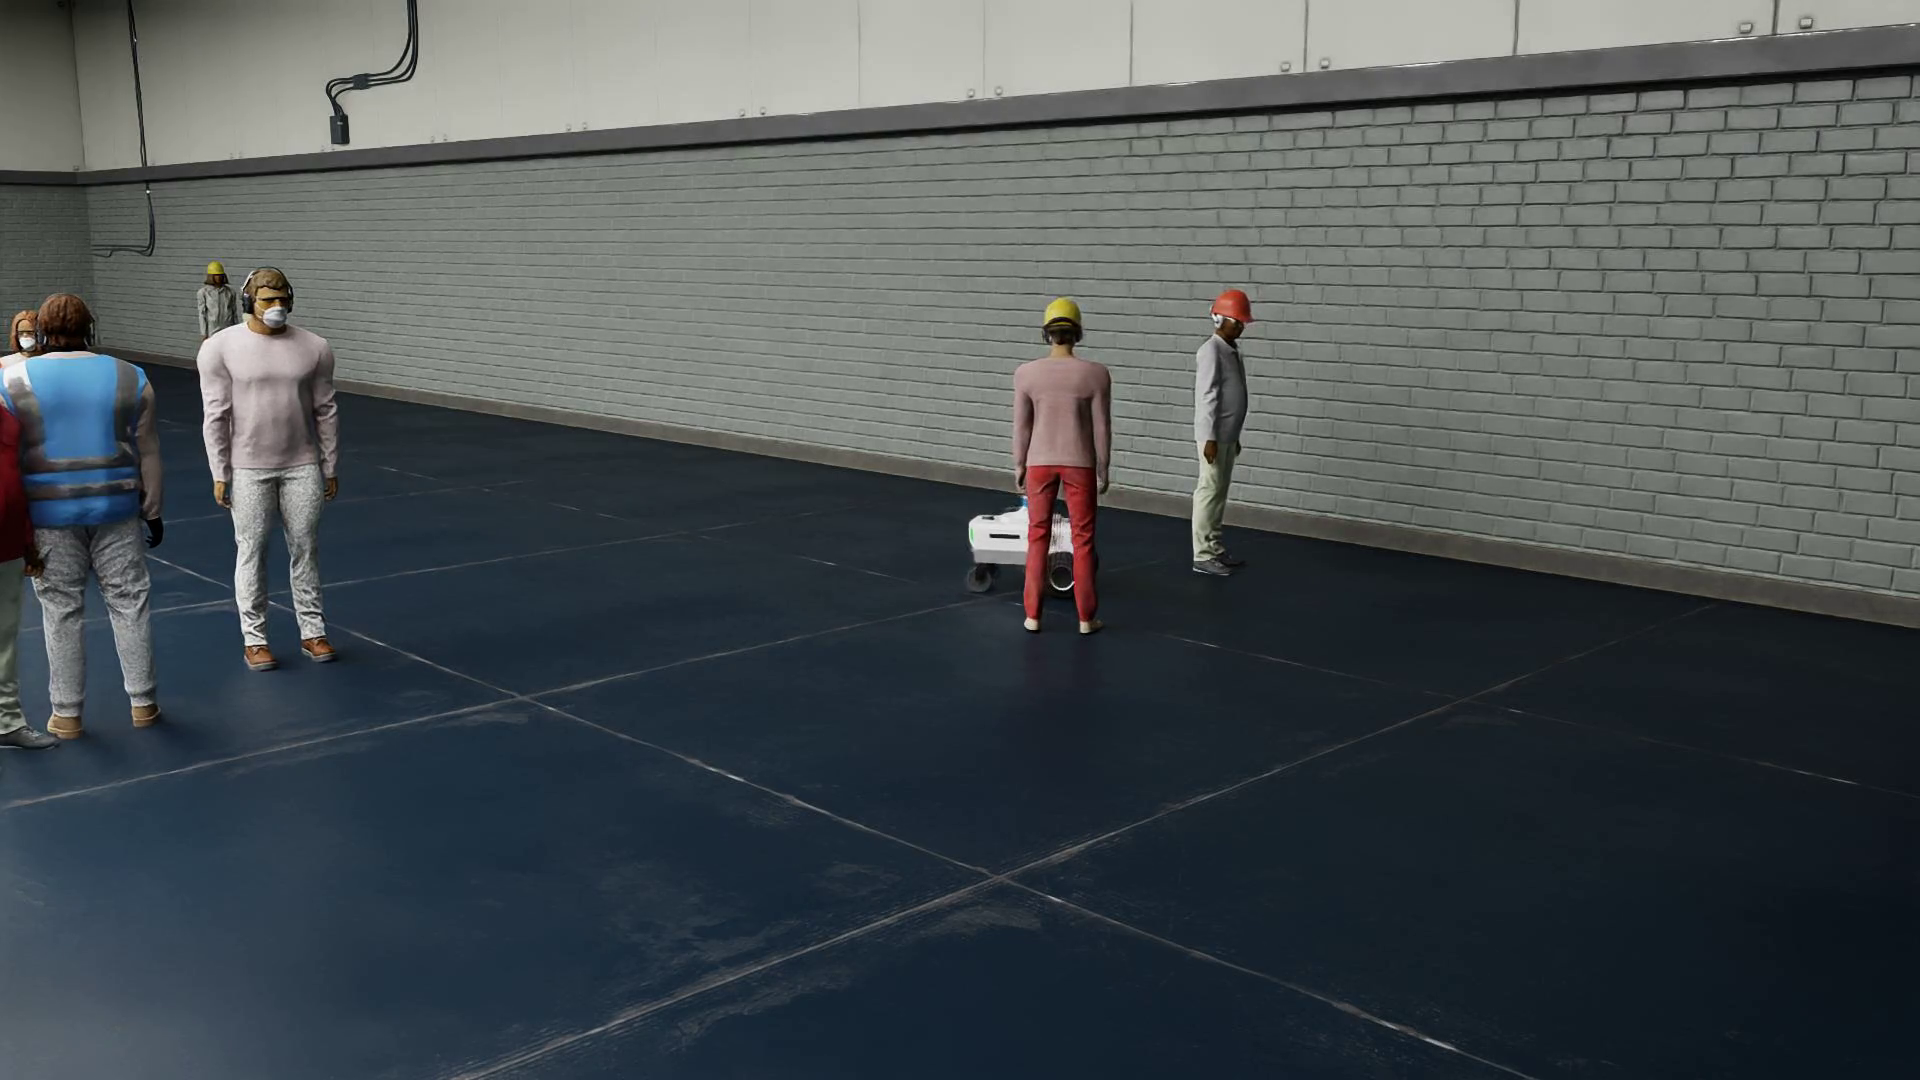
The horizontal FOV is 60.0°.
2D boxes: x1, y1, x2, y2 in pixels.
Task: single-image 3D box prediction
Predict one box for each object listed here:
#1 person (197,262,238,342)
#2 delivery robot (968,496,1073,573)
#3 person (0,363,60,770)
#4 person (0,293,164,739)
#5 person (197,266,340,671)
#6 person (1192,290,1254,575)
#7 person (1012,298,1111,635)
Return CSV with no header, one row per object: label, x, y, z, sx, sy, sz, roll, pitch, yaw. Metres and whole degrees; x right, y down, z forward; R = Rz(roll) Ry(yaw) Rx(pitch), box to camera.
person,-9.329,-2.629,20.990,0.296,1.743,0.492,9,14,42
delivery robot,0.413,-0.015,9.727,0.707,0.478,0.477,2,11,13
person,-3.828,0.019,6.528,0.340,1.748,0.563,2,11,13
person,-3.655,-0.099,6.928,0.636,1.842,0.429,-7,13,-35
person,-3.295,-0.342,8.018,0.625,1.933,0.375,-8,13,-36
person,1.637,-0.668,10.292,0.347,1.743,0.564,5,11,25
person,0.529,-0.379,8.705,0.524,1.757,0.358,2,11,13
